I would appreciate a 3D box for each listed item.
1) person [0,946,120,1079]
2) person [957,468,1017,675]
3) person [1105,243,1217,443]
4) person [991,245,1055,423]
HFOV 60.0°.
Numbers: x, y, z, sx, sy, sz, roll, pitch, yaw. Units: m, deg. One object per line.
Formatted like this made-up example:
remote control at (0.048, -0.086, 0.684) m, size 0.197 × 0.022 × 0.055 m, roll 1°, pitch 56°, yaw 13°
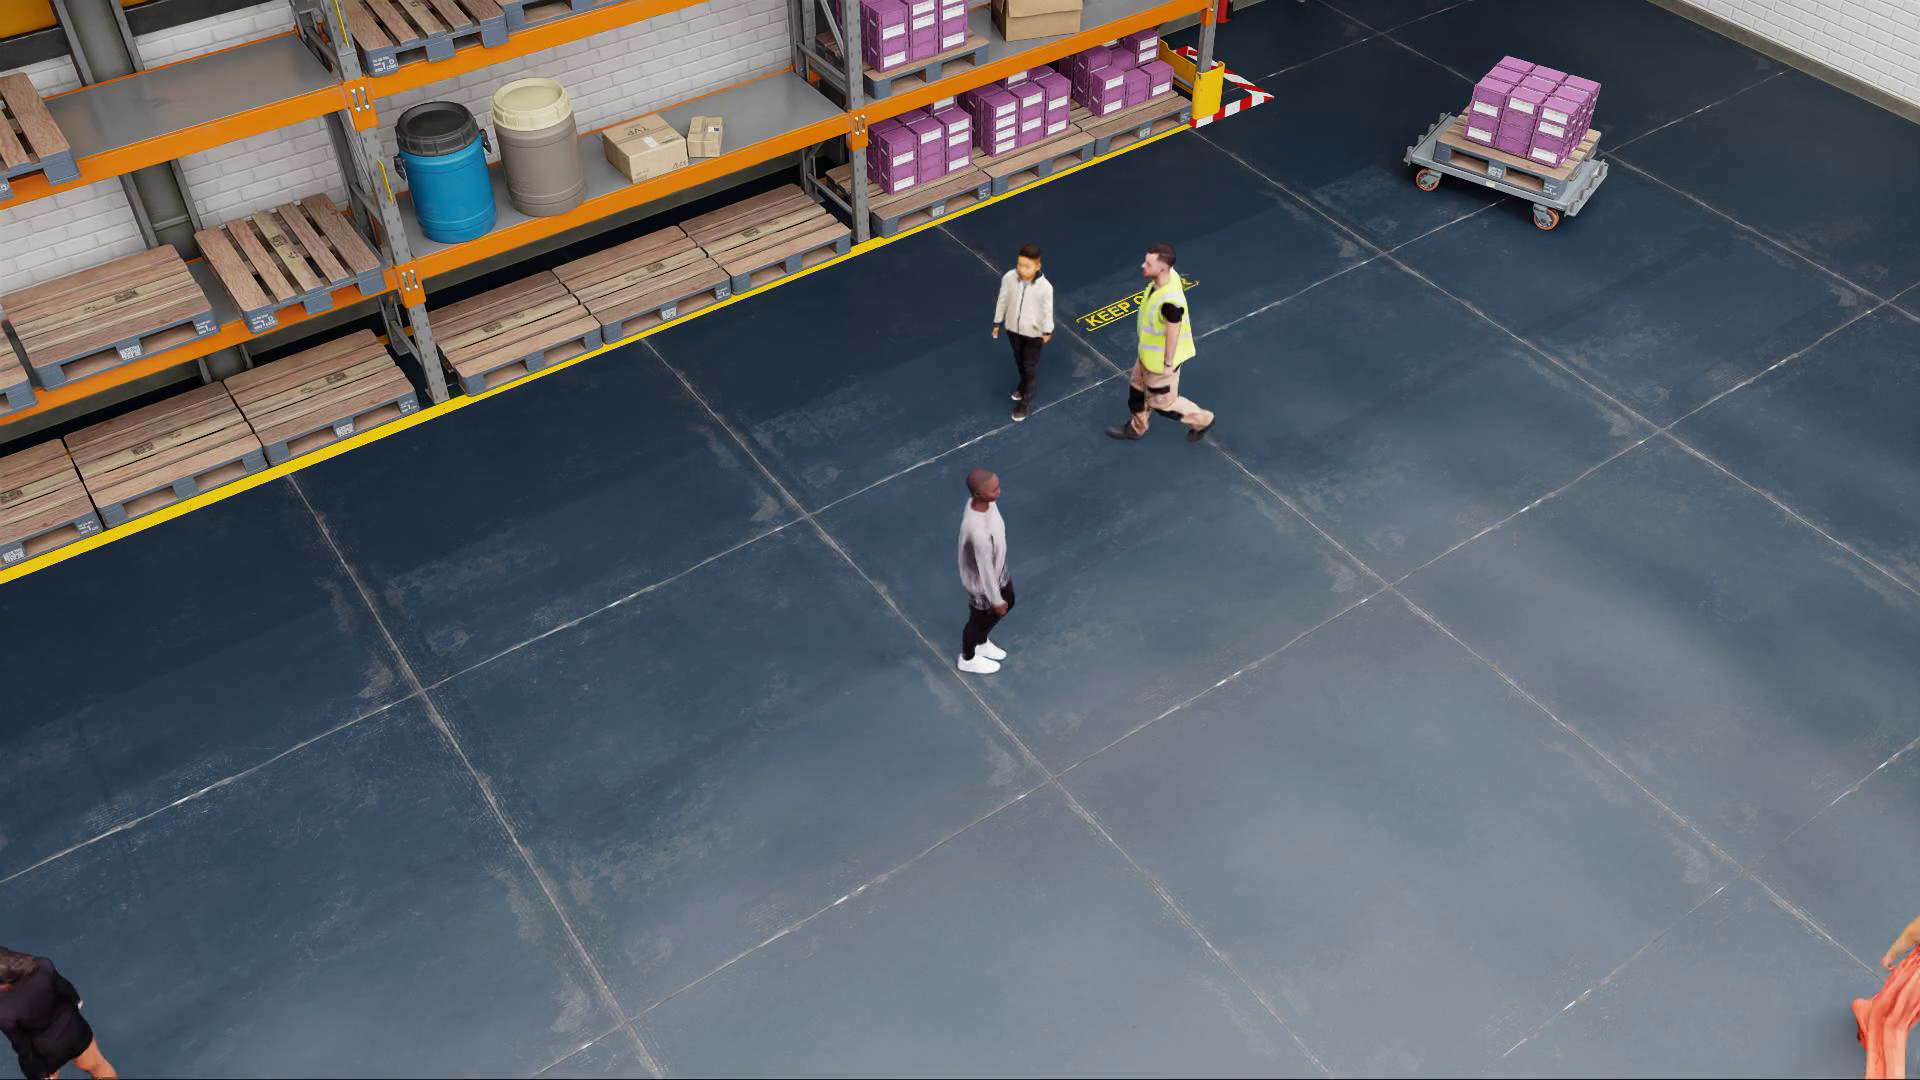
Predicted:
person at (-4.456, 2.527, 8.307) m, size 0.769 × 1.628 × 0.684 m, roll 17°, pitch 46°, yaw 17°
person at (0.060, 0.227, 10.627) m, size 0.790 × 1.760 × 0.730 m, roll 6°, pitch 44°, yaw 7°
person at (1.558, -1.408, 12.300) m, size 1.176 × 1.819 × 1.025 m, roll -2°, pitch 44°, yaw -2°
person at (0.532, -1.686, 12.868) m, size 0.772 × 1.438 × 0.882 m, roll 21°, pitch 47°, yaw 20°
